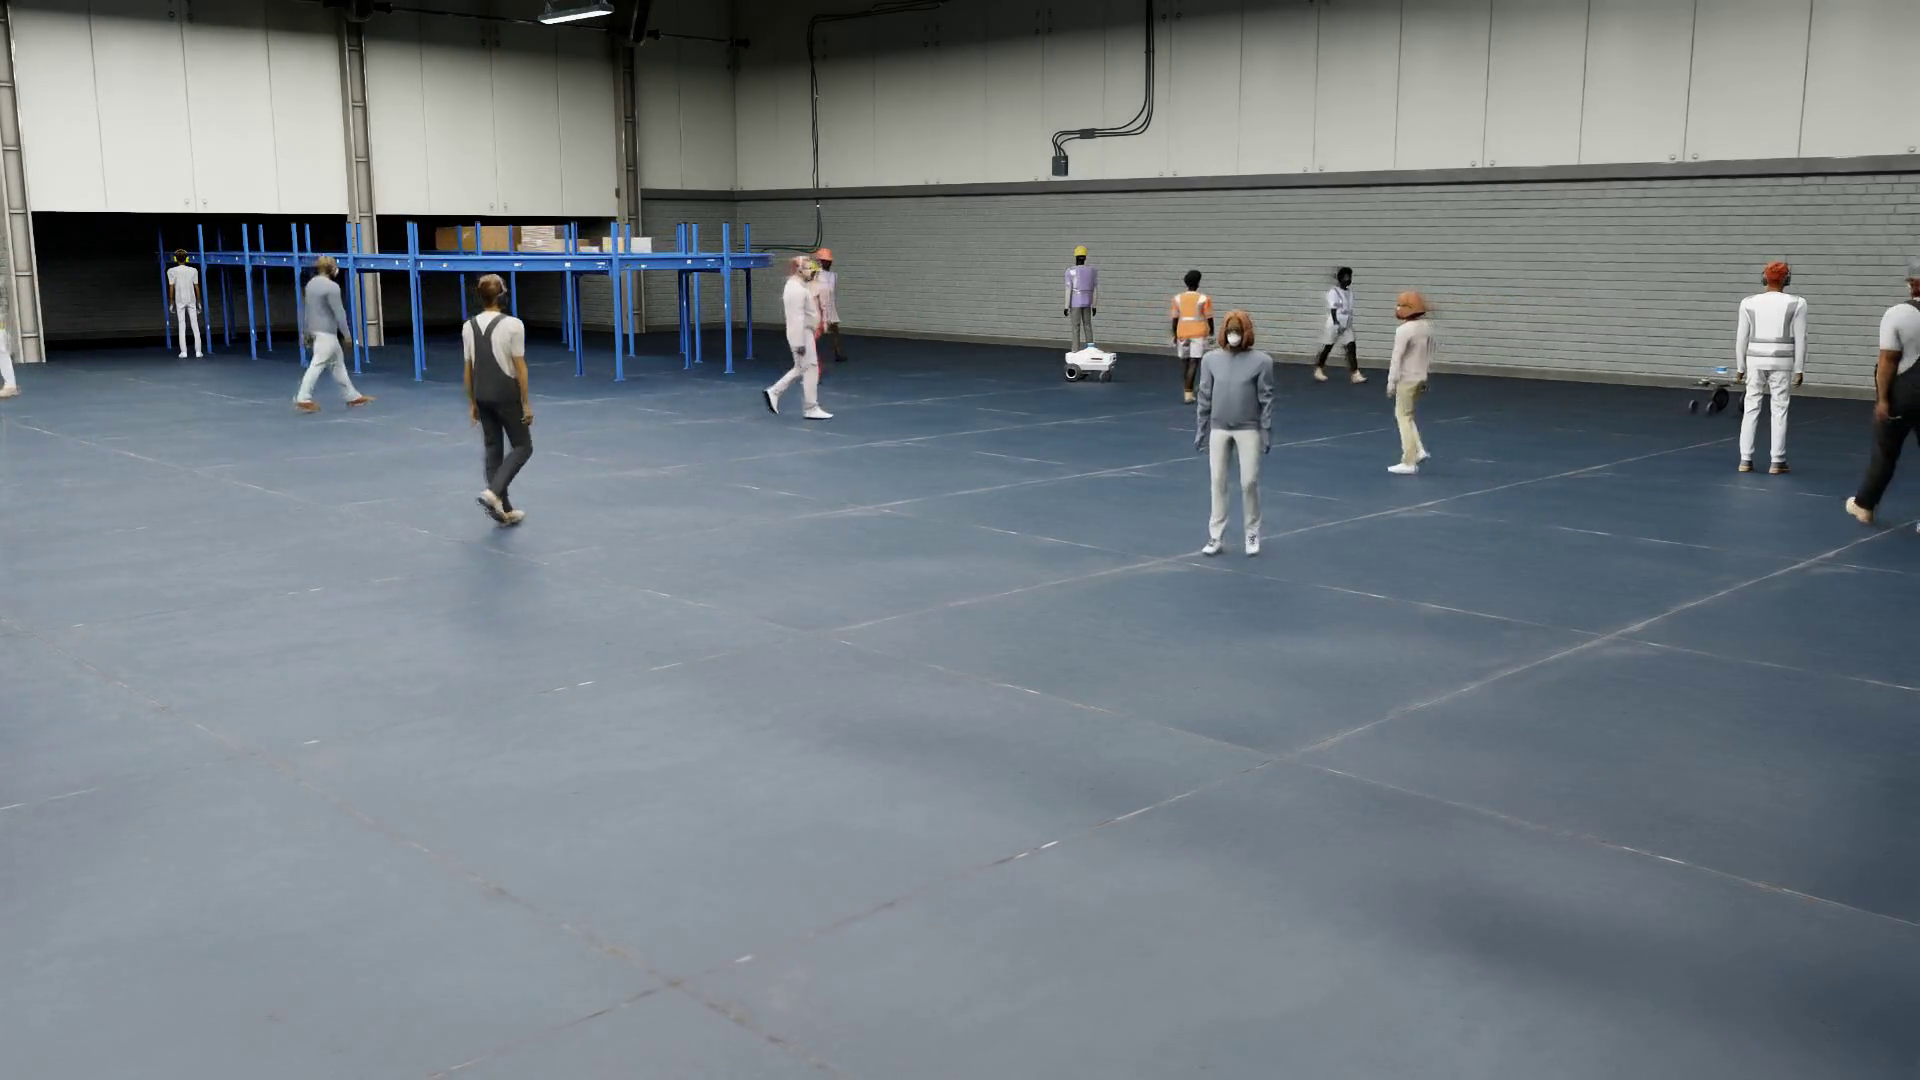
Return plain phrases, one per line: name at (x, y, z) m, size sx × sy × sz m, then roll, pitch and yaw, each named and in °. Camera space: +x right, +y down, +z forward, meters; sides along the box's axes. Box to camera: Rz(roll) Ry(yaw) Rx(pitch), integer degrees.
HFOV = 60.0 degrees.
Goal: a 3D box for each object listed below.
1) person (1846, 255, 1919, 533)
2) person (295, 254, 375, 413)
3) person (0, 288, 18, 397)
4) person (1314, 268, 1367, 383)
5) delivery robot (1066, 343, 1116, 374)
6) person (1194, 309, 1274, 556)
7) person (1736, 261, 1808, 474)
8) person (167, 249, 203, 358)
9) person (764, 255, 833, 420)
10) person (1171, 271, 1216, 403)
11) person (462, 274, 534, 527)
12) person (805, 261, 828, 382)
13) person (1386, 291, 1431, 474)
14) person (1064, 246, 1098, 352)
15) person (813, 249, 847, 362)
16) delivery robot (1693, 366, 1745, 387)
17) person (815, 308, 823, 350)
person at (6.865, -1.062, 11.936) m, size 0.700 × 2.000 × 1.039 m, roll 0°, pitch 10°, yaw 1°
person at (-7.633, -2.495, 20.087) m, size 1.039 × 1.882 × 0.650 m, roll -10°, pitch 14°, yaw -43°
person at (-12.759, -2.734, 21.595) m, size 0.657 × 1.791 × 0.941 m, roll 5°, pitch 11°, yaw 25°
person at (5.490, -3.106, 24.033) m, size 0.535 × 1.653 × 0.885 m, roll -6°, pitch 12°, yaw -30°
delivery robot at (1.914, -2.629, 24.278) m, size 0.707 × 0.478 × 0.477 m, roll 3°, pitch 11°, yaw 17°
person at (1.817, -0.716, 11.048) m, size 0.505 × 1.633 × 0.302 m, roll 5°, pitch 11°, yaw 24°
person at (7.252, -1.538, 14.887) m, size 0.582 × 1.886 × 0.424 m, roll 8°, pitch 13°, yaw 36°
person at (-13.468, -4.109, 28.902) m, size 0.520 × 1.871 × 0.328 m, roll -6°, pitch 12°, yaw -29°
person at (-1.874, -2.338, 19.204) m, size 0.705 × 1.884 × 0.658 m, roll -2°, pitch 11°, yaw -13°
person at (3.010, -2.602, 21.256) m, size 0.545 × 1.661 × 0.824 m, roll 7°, pitch 12°, yaw 33°
person at (-3.346, -0.995, 12.018) m, size 0.540 × 1.835 × 0.482 m, roll 4°, pitch 11°, yaw 20°
person at (-2.149, -3.083, 23.620) m, size 0.536 × 1.749 × 0.418 m, roll 6°, pitch 12°, yaw 31°
person at (3.980, -1.405, 14.841) m, size 0.355 × 1.618 × 0.514 m, roll 10°, pitch 14°, yaw 42°
person at (2.019, -3.963, 27.949) m, size 0.595 × 1.925 × 0.375 m, roll -4°, pitch 11°, yaw -21°
person at (-2.323, -3.979, 28.153) m, size 0.554 × 1.894 × 0.982 m, roll -8°, pitch 13°, yaw -37°
delivery robot at (9.145, -1.969, 19.972) m, size 0.698 × 0.223 × 0.335 m, roll -5°, pitch 11°, yaw -23°
person at (-2.284, -3.308, 25.084) m, size 0.537 × 1.674 × 0.686 m, roll 1°, pitch 10°, yaw 3°
